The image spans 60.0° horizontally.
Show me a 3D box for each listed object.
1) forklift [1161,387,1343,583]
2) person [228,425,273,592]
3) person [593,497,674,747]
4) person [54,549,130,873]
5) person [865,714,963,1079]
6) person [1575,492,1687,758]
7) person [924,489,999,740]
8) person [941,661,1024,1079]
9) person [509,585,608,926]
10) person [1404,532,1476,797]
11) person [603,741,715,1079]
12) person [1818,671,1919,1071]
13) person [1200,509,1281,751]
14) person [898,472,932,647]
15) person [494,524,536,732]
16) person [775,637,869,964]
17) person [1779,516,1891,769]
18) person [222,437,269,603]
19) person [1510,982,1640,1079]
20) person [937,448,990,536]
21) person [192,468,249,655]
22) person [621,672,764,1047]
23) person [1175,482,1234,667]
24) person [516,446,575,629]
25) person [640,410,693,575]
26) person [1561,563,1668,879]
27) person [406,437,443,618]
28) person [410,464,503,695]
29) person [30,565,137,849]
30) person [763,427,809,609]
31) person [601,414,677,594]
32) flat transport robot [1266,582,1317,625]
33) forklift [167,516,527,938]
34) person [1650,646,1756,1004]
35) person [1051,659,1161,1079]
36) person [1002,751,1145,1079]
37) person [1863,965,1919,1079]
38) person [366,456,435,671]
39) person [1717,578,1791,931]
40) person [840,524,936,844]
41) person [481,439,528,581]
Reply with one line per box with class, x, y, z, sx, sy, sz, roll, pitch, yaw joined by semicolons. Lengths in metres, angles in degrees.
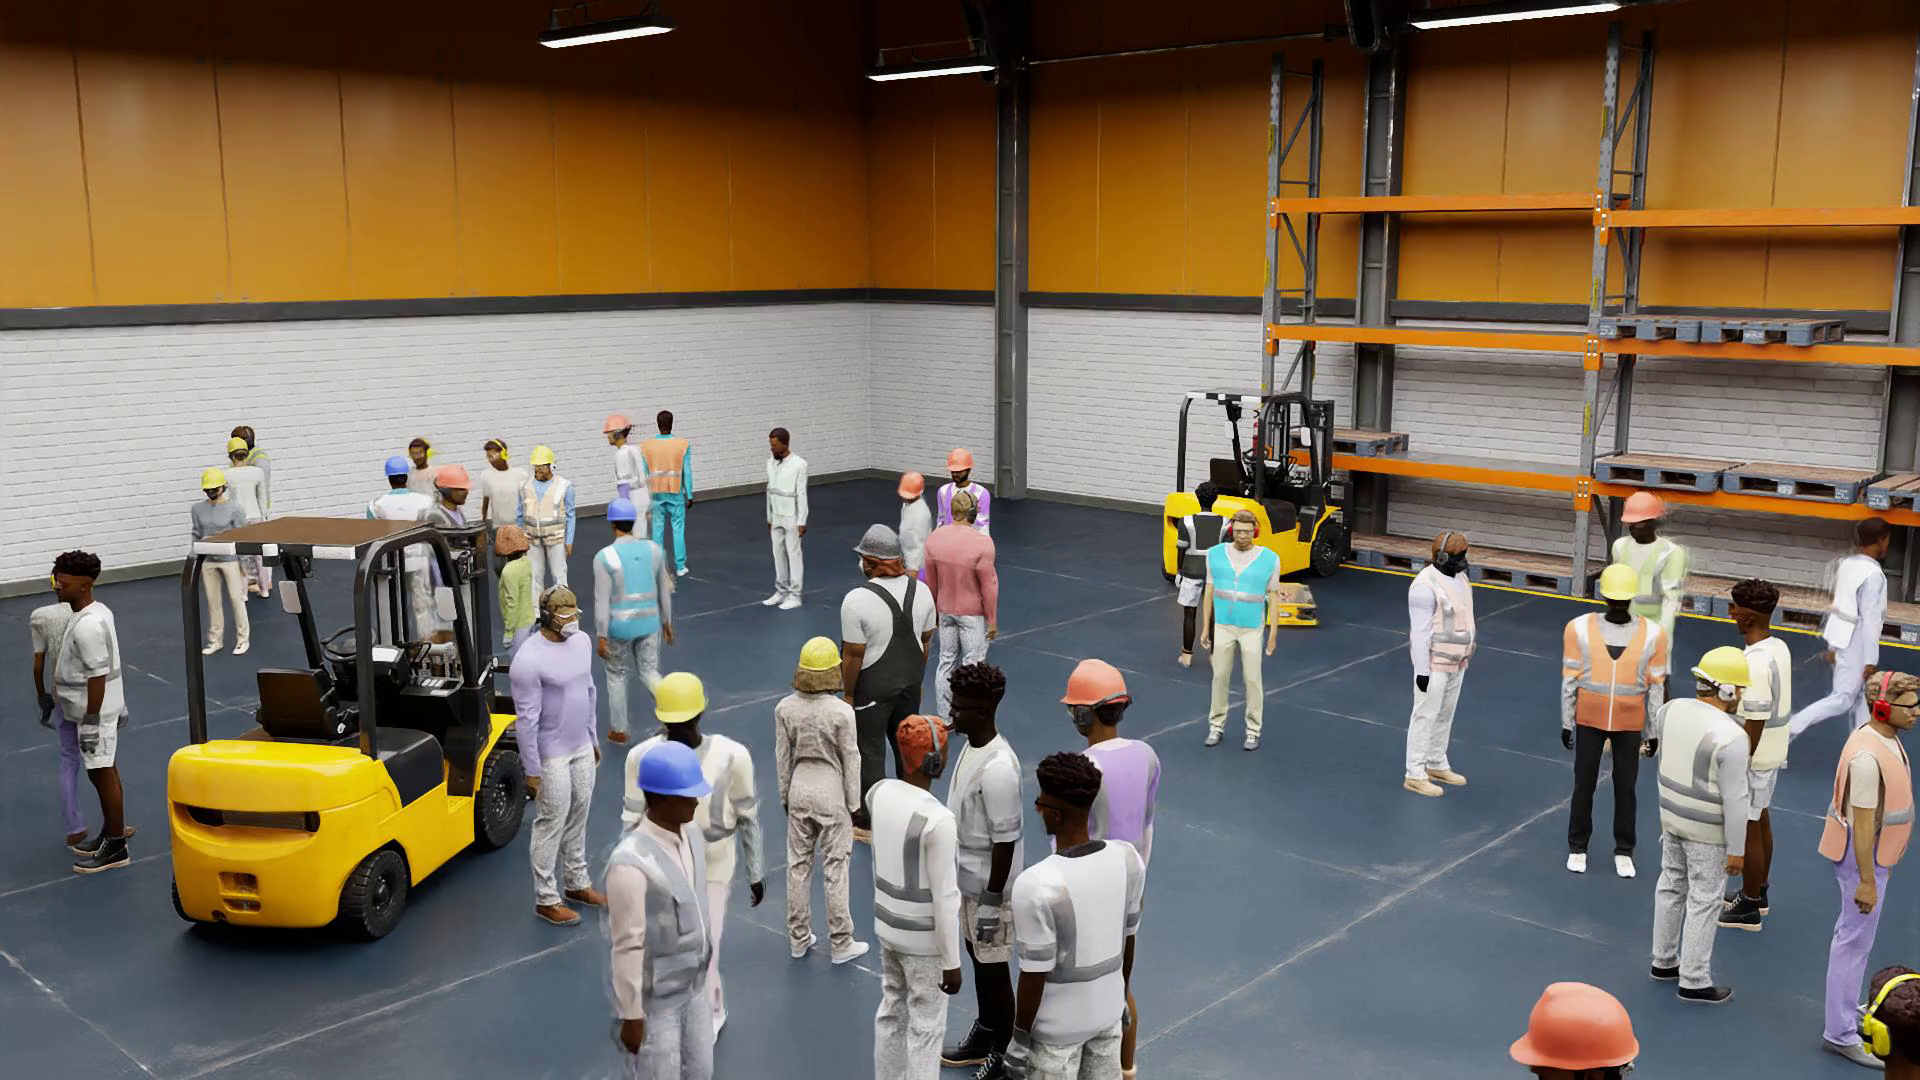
forklift;3.298;-0.608;18.767;1.214;2.155;2.313;9;13;42
person;-7.831;-0.351;18.346;0.624;1.837;0.429;8;13;40
person;-2.386;0.646;12.433;0.659;1.909;0.777;-9;13;-41
person;-5.284;1.026;10.114;0.361;1.965;0.613;-5;11;-25
person;-0.178;1.637;6.884;0.338;1.880;0.575;-7;12;-33
person;4.914;0.651;12.145;0.959;2.002;0.615;-7;12;-35
person;0.027;0.573;12.771;0.635;1.939;0.366;7;12;33
person;0.095;1.500;7.417;0.365;1.965;0.608;-2;10;-11
person;-2.235;1.190;9.304;0.384;1.929;0.635;4;11;22
person;3.332;0.849;11.505;0.429;1.835;0.624;10;14;44
person;-1.214;1.695;6.438;0.659;1.929;0.604;3;11;19
person;4.222;1.501;7.754;0.389;1.846;0.565;6;12;32
person;2.119;0.666;12.548;0.582;1.830;0.393;4;11;23
person;-0.440;0.175;15.720;0.352;1.706;0.703;-2;10;-11
person;-3.466;0.685;13.001;0.283;1.634;0.498;0;10;1
person;-0.734;1.367;8.805;0.483;1.745;0.302;4;11;24
person;6.322;0.758;11.923;0.888;1.877;0.597;2;10;14
person;-7.662;-0.217;17.762;0.320;1.767;0.534;8;13;38
person;1.596;2.063;4.331;0.390;1.925;0.550;4;11;23
person;0.015;0.105;15.467;0.544;1.930;0.388;5;11;28
person;-6.855;0.202;15.414;0.524;1.760;0.335;1;10;5
person;-1.247;1.521;7.521;0.614;1.877;0.974;2;10;10
person;2.200;0.316;14.957;0.539;1.686;0.320;-1;10;-5
person;-4.101;-0.020;16.448;0.589;1.833;0.404;1;10;5
person;-3.374;-0.534;19.163;0.587;1.911;0.393;0;10;1
person;3.897;1.077;9.972;0.583;1.919;0.394;4;11;20
person;-5.490;-0.162;17.240;0.539;1.845;0.795;-1;10;-4
person;-4.310;0.369;13.763;0.856;2.017;0.617;1;10;5
person;-5.526;1.015;10.466;0.533;1.864;0.310;-2;10;-9
person;-1.823;-0.238;17.477;0.606;1.910;0.423;9;13;42
person;-3.467;-0.367;18.027;0.812;1.994;0.630;0;10;-1
flat transport robot;3.293;0.636;17.160;0.652;0.197;1.431;1;10;7
forklift;-3.583;0.976;9.748;1.214;2.155;2.313;2;10;11
person;3.713;1.419;8.311;0.403;1.817;0.605;-2;10;-14
person;0.585;1.516;7.170;0.409;2.028;0.613;9;14;42
person;0.405;1.729;6.110;0.613;1.964;0.361;-9;13;-41
person;2.498;2.065;4.512;0.510;1.861;0.324;-2;10;-11
person;-4.943;0.219;14.797;0.604;1.939;0.415;-4;11;-20
person;4.387;1.181;9.236;0.362;1.962;0.613;7;12;36
person;-0.523;0.900;10.617;0.683;2.000;0.537;-9;13;-40
person;-4.599;-0.120;16.978;0.551;1.848;0.434;-1;10;-4
